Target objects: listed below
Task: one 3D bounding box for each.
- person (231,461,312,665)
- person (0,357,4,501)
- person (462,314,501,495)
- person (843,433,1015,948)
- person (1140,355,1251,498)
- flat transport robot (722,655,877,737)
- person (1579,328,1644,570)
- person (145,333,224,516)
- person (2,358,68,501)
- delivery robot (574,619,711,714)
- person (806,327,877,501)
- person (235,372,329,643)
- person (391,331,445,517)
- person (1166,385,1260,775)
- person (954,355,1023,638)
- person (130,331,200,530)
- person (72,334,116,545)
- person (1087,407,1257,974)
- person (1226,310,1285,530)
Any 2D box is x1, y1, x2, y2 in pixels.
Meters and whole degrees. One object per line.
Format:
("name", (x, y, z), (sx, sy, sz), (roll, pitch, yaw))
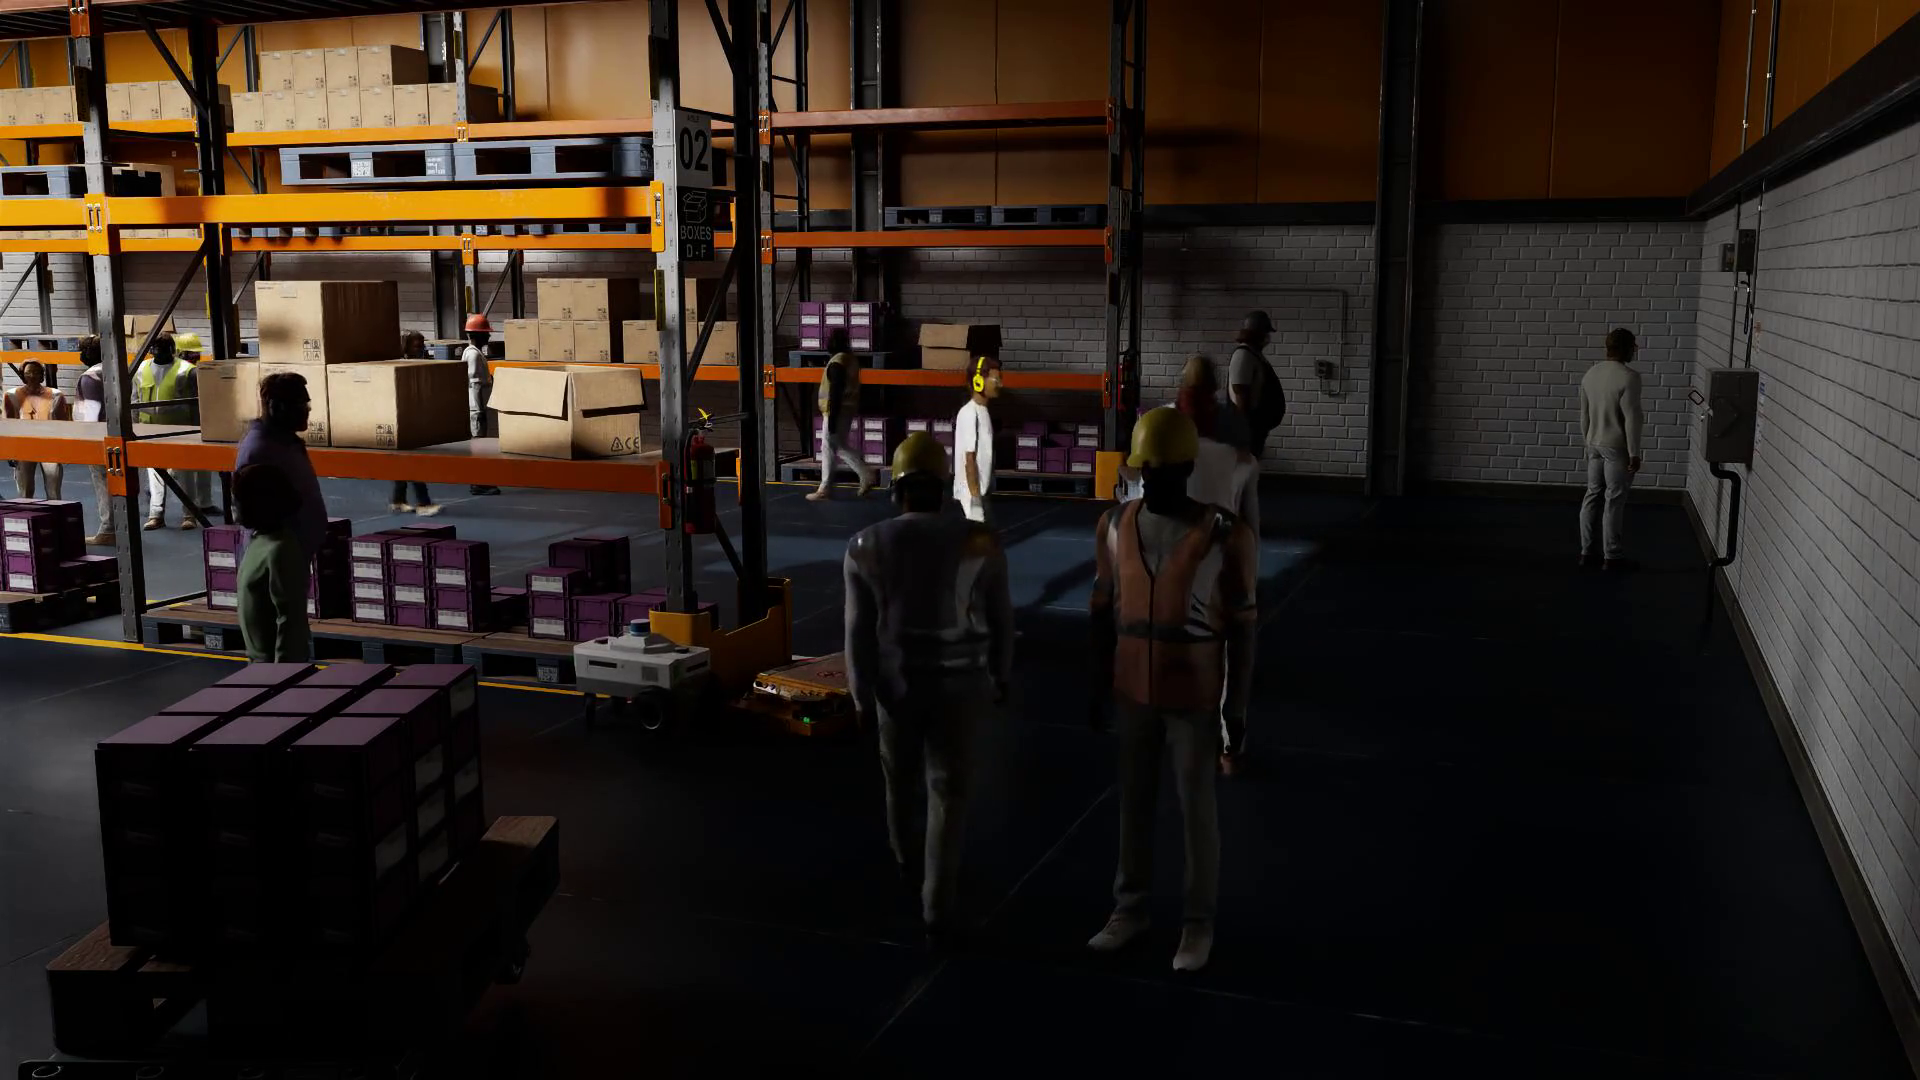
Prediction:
("person", (-2.720, 0.501, 6.590), (0.289, 1.632, 0.498), (-6, 11, -34))
("person", (-9.843, -1.264, 16.724), (0.376, 1.932, 0.551), (5, 11, 30))
("person", (-5.146, -1.447, 17.864), (0.358, 1.936, 0.552), (-3, 10, -18))
("person", (-0.101, 0.501, 6.104), (0.601, 1.780, 0.917), (1, 9, 4))
("person", (1.414, -0.149, 9.899), (0.640, 1.882, 1.015), (3, 9, 17))
("flat transport robot", (-0.554, 0.784, 9.075), (0.652, 0.197, 1.431), (7, 11, 38))
("person", (5.234, -0.727, 13.342), (0.367, 1.939, 0.635), (-3, 10, -19))
("person", (-7.577, -1.112, 16.200), (0.658, 1.809, 0.593), (1, 9, 9))
("person", (-8.044, -0.765, 14.512), (0.514, 1.642, 0.310), (-6, 11, -34))
("delivery robot", (-1.665, 0.656, 8.696), (0.707, 0.478, 0.477), (5, 10, 26))
("person", (-1.252, -1.313, 17.377), (0.672, 1.824, 0.652), (2, 9, 13))
("person", (-3.402, 0.129, 8.212), (0.615, 1.900, 0.689), (-2, 9, -12))
("person", (-5.321, -1.133, 16.299), (0.877, 1.802, 0.545), (4, 10, 22))
("person", (1.161, 0.164, 8.137), (0.589, 1.815, 0.956), (-1, 9, -6))
("person", (0.082, -0.265, 10.715), (0.586, 1.858, 0.525), (2, 9, 10))
("person", (-7.346, -1.008, 15.403), (0.627, 1.847, 0.429), (-1, 9, -7))
("person", (-7.532, -0.877, 14.593), (0.429, 1.844, 0.627), (-1, 9, -5))
("person", (0.694, 0.506, 5.645), (0.594, 1.922, 0.386), (6, 11, 31))
("person", (2.760, -1.126, 15.526), (0.536, 2.000, 0.687), (3, 9, 16))
